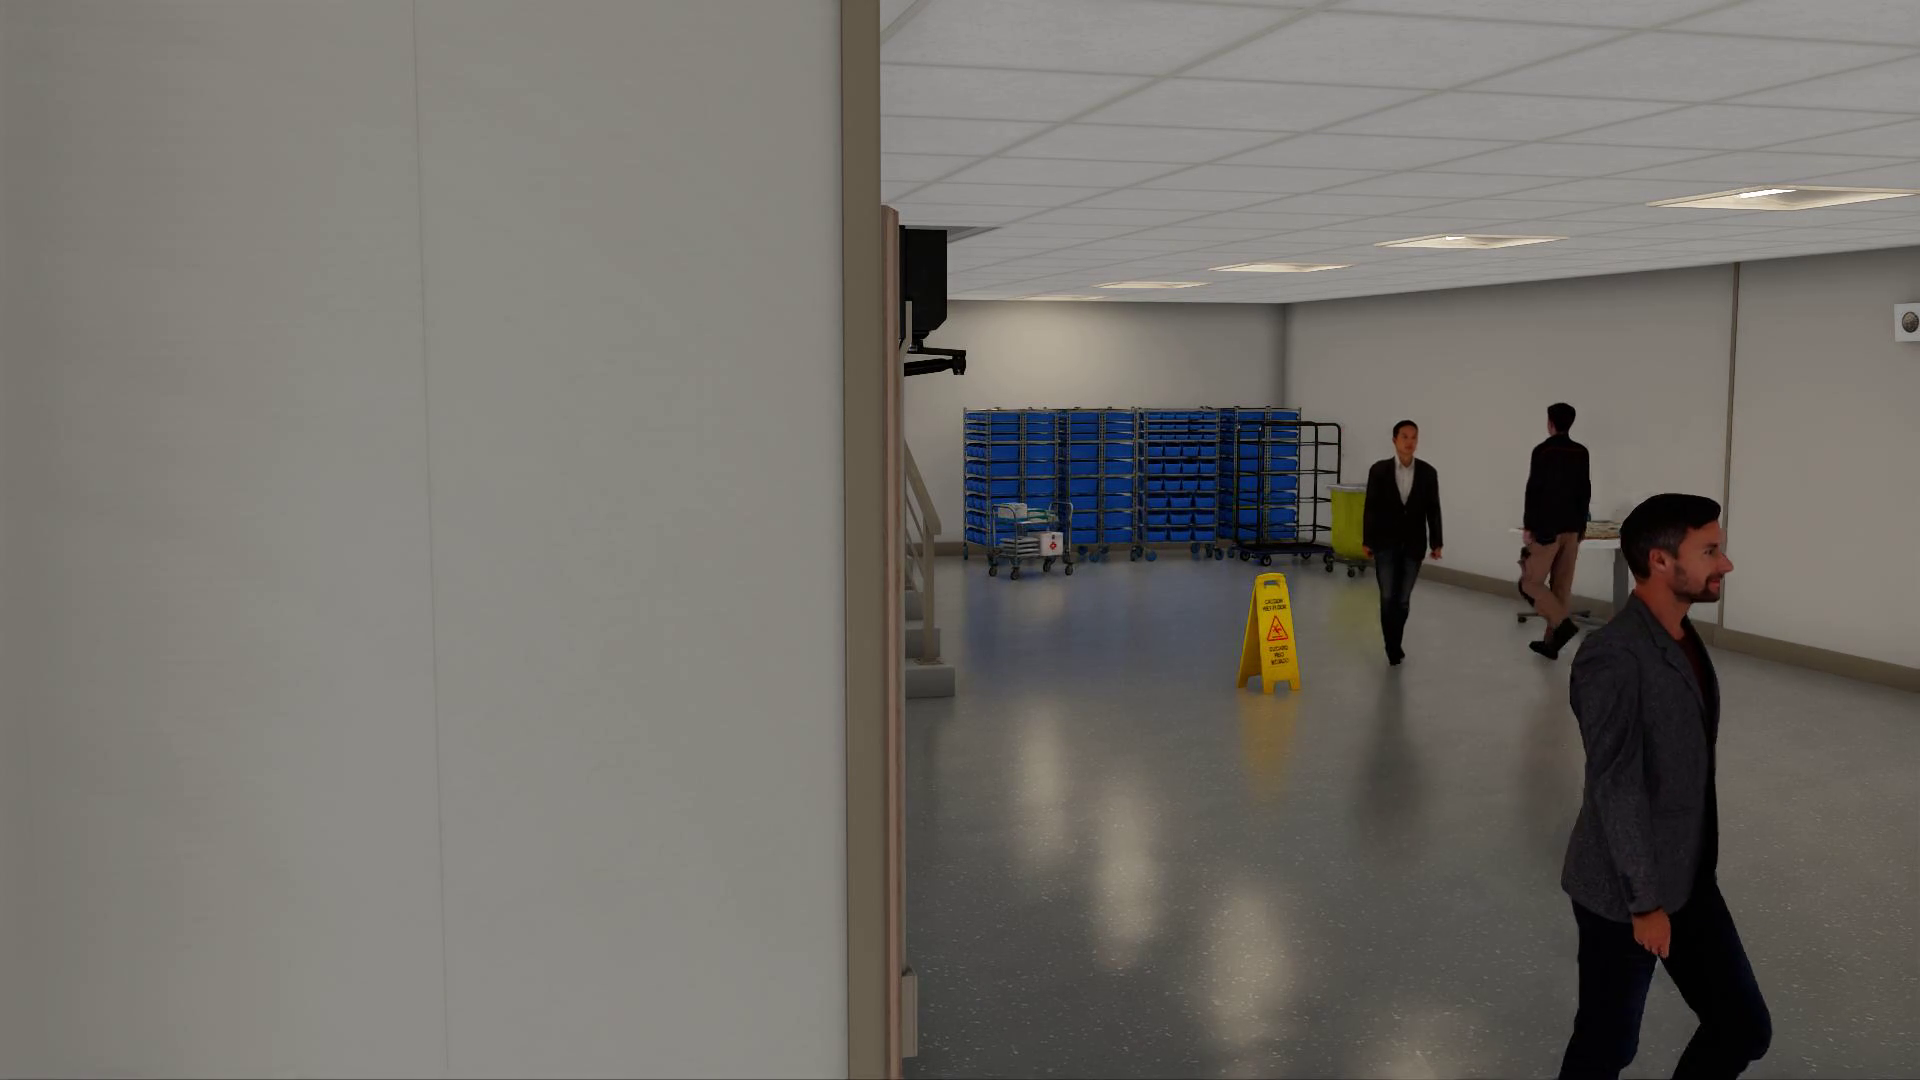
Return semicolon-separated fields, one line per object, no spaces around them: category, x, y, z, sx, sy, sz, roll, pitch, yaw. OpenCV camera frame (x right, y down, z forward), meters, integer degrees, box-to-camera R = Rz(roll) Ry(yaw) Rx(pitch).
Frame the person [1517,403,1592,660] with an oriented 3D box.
person;4.439;-0.053;12.310;0.692;1.918;0.823;-2;6;-15

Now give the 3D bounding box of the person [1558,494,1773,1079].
person;1.570;0.813;4.030;0.894;1.853;0.855;5;8;43

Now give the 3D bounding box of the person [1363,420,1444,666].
person;3.219;0.029;12.262;0.893;1.766;1.148;0;6;2
